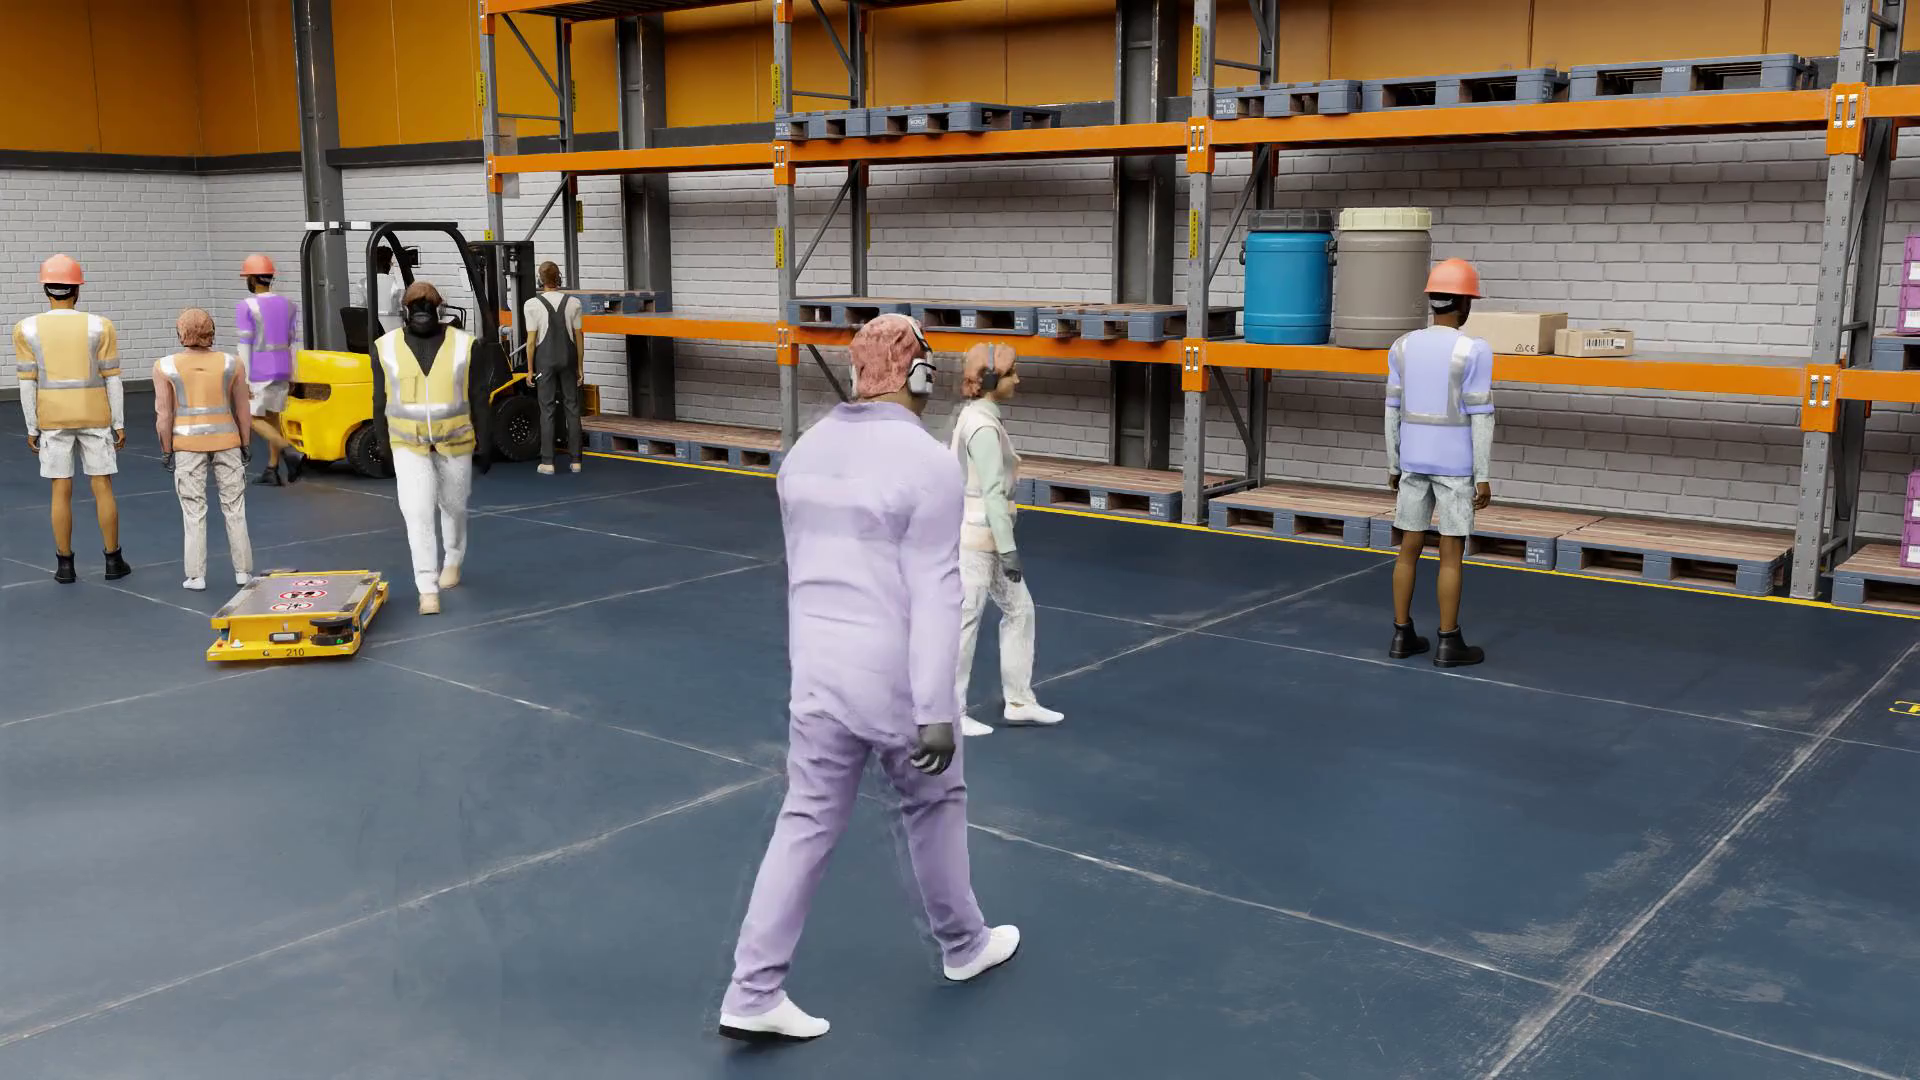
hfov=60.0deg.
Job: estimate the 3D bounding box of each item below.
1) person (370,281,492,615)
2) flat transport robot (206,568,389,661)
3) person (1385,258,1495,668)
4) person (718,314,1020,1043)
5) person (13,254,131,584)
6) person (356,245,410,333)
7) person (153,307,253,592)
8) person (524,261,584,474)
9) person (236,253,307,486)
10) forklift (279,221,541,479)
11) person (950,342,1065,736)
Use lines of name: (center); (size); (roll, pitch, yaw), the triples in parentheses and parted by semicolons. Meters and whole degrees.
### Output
person: (-2.951, -0.548, 9.325); (0.630, 1.806, 0.942); (-3, 11, -16)
flat transport robot: (-3.374, 0.356, 8.560); (0.652, 0.197, 1.431); (-2, 10, -12)
person: (2.301, -0.364, 7.939); (0.368, 1.933, 0.553); (-9, 14, -41)
person: (-0.249, 0.349, 4.285); (0.670, 1.844, 0.997); (9, 14, 40)
person: (-5.240, -0.708, 9.842); (0.545, 1.938, 0.359); (-5, 11, -24)
person: (-6.431, -2.309, 18.648); (0.613, 1.957, 0.362); (-1, 10, -3)
person: (-4.352, -0.518, 9.612); (0.513, 1.641, 0.307); (-7, 12, -32)
person: (-3.514, -1.488, 14.433); (0.505, 1.840, 0.346); (-5, 11, -26)
person: (-5.585, -1.362, 13.518); (0.658, 1.919, 0.547); (6, 12, 28)
forklift: (-4.922, -1.741, 14.854); (1.214, 2.155, 2.313); (8, 13, 38)
person: (0.187, 0.014, 6.714); (0.680, 1.610, 0.536); (0, 10, 0)
